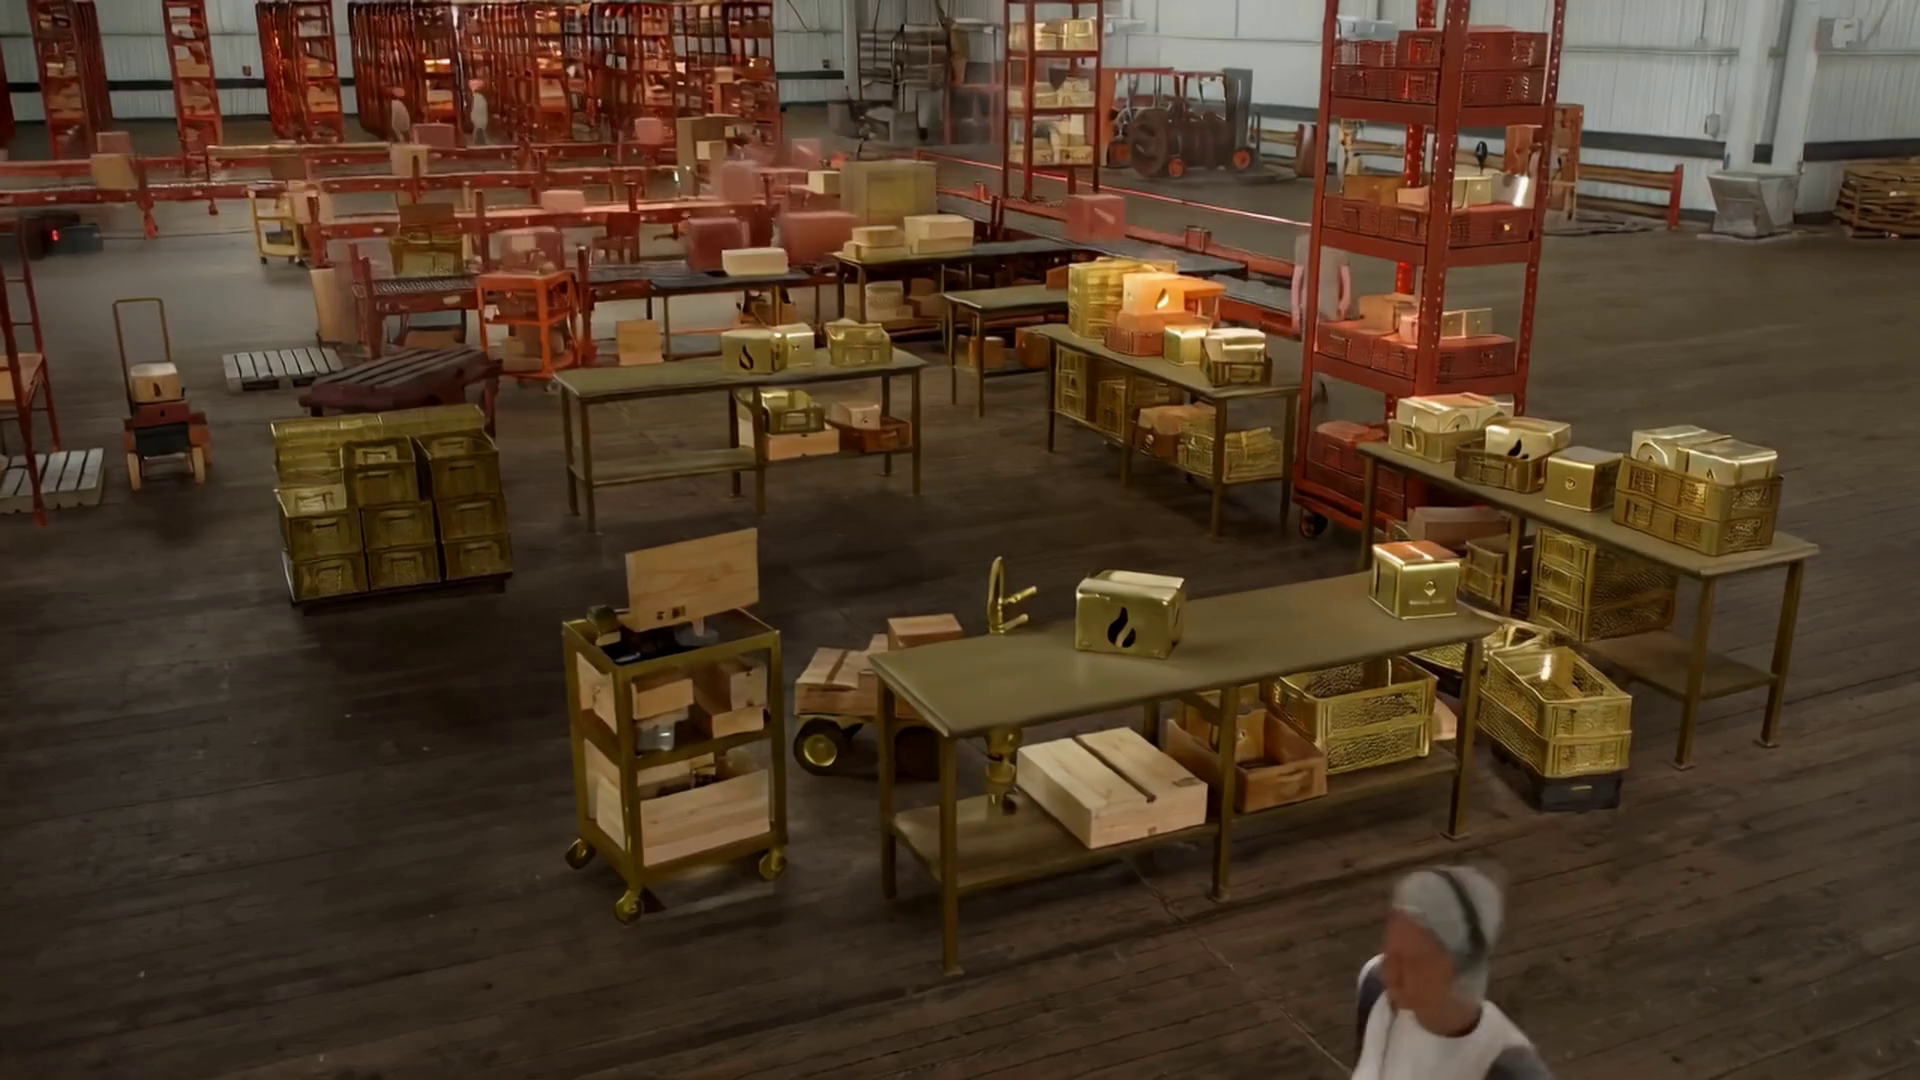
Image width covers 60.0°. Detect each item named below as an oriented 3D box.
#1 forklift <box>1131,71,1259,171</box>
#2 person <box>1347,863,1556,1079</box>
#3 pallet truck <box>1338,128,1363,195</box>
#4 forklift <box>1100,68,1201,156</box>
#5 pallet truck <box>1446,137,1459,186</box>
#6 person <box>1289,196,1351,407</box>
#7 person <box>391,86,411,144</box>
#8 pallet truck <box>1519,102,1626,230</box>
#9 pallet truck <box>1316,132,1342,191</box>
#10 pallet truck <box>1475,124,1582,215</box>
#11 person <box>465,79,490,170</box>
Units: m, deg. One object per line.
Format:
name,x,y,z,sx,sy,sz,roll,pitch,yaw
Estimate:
forklift,4.998,-8.936,35.413,2.680,1.987,1.157,-9,20,-25
person,0.872,1.496,3.319,0.969,1.829,0.606,-7,19,-21
pallet truck,7.845,-7.140,31.411,1.522,1.261,0.704,-9,20,-25
forklift,4.082,-9.564,37.410,2.680,1.987,1.157,-8,19,-23
pallet truck,9.184,-6.485,29.328,1.630,1.274,0.653,-8,19,-23
person,3.135,-2.055,14.477,0.537,1.853,0.445,6,18,17
person,-12.252,-9.121,36.810,0.838,1.793,0.604,-6,19,-18
pallet truck,9.972,-6.037,26.785,1.885,1.965,0.823,-9,20,-25
pallet truck,7.723,-7.504,32.656,1.601,1.201,0.680,-8,19,-23
pallet truck,9.707,-6.455,28.103,1.885,1.965,0.823,-7,19,-20
person,-10.607,-9.020,36.209,0.672,1.975,0.646,-4,18,-11
